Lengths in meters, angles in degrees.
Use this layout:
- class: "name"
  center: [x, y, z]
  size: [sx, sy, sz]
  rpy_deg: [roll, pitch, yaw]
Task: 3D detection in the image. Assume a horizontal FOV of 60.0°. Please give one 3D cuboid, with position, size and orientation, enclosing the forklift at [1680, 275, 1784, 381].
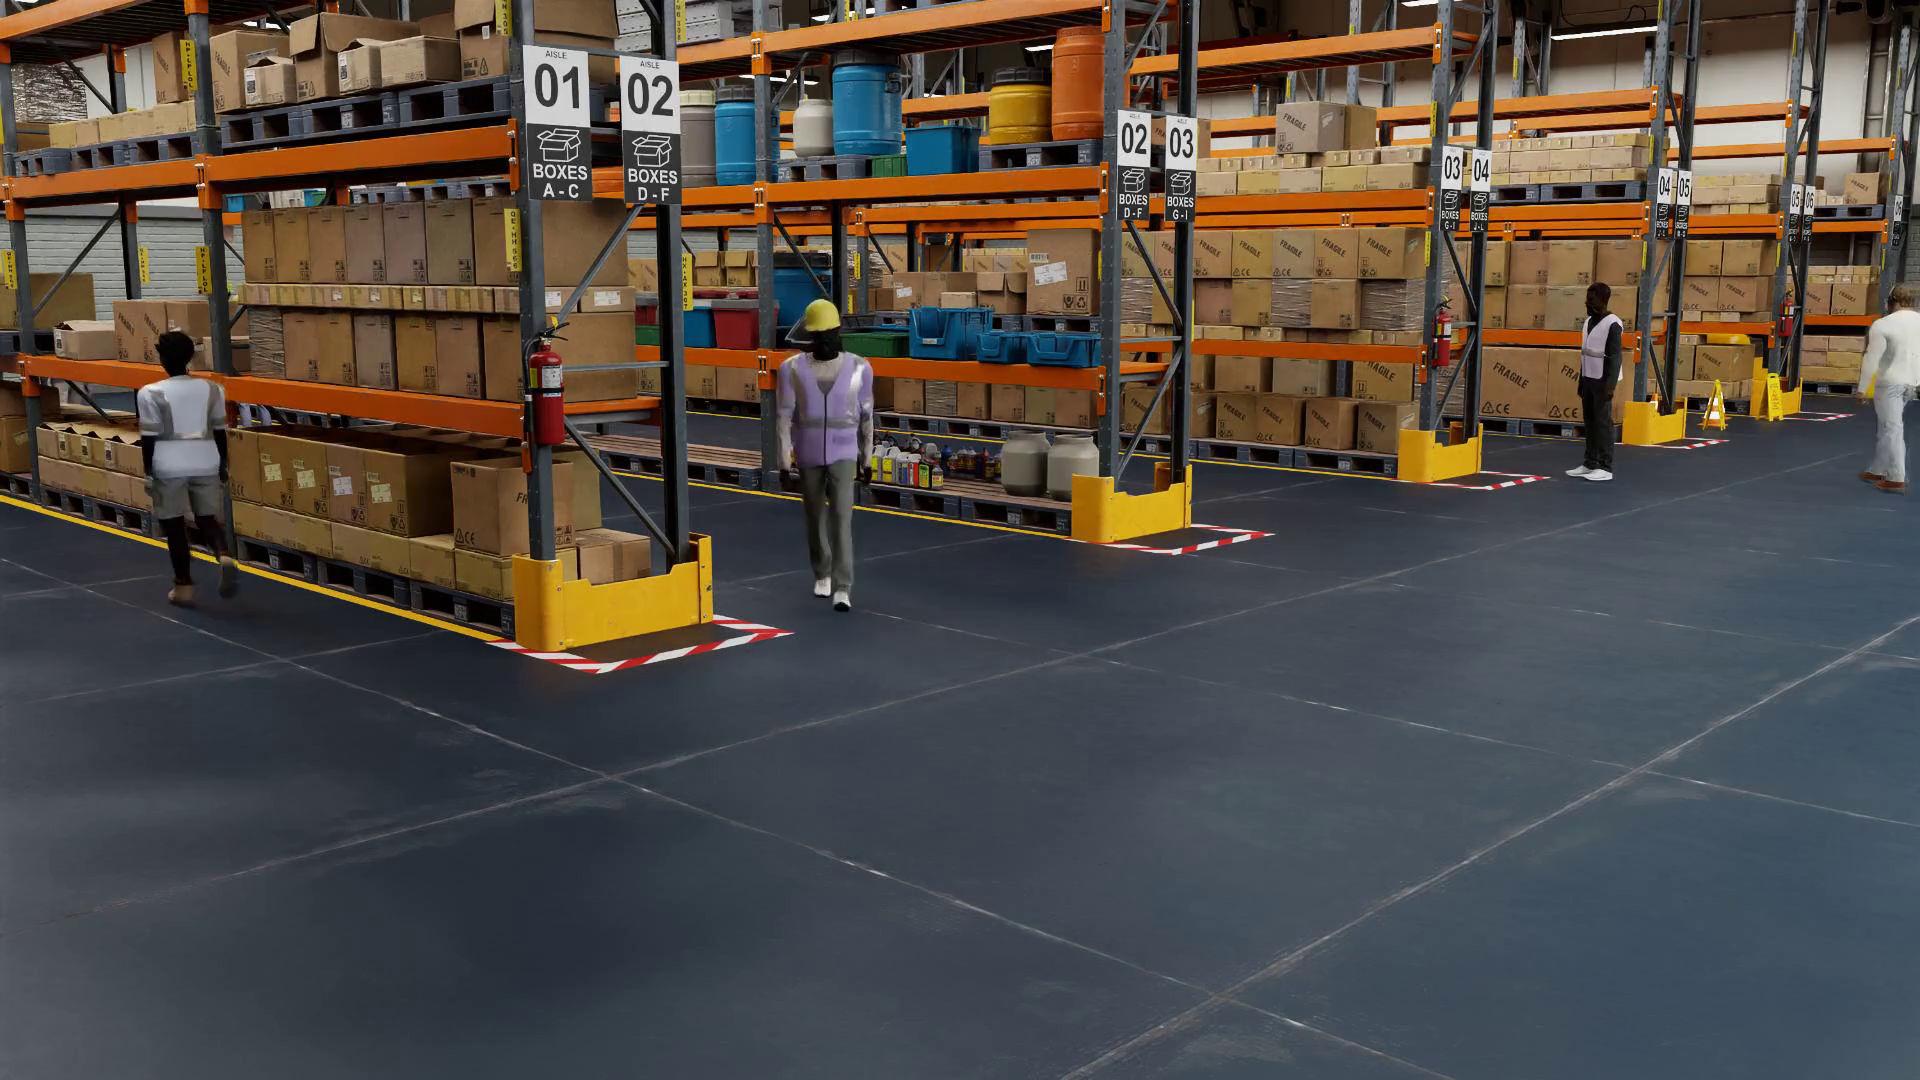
- class: "forklift"
  center: [12.480, -3.427, 27.053]
  size: [1.214, 2.155, 2.313]
  rpy_deg: [9, 13, 43]

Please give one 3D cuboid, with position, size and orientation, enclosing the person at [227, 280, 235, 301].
- class: "person"
  center: [-10.833, -2.865, 24.355]
  size: [0.605, 1.905, 0.473]
  rpy_deg: [8, 12, 39]

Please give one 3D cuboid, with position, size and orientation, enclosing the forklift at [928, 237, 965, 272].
- class: "forklift"
  center: [-0.326, -5.817, 39.609]
  size: [1.129, 2.768, 1.873]
  rpy_deg: [9, 13, 43]

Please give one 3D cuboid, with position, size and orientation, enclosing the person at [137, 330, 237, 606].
- class: "person"
  center: [-4.655, -0.423, 10.046]
  size: [0.560, 1.680, 0.546]
  rpy_deg: [8, 12, 41]

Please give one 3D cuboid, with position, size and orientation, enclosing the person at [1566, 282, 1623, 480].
- class: "person"
  center: [6.257, -1.553, 16.279]
  size: [0.373, 1.917, 0.595]
  rpy_deg: [-1, 9, -8]

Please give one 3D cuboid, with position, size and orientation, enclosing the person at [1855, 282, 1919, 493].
- class: "person"
  center: [8.599, -1.428, 15.510]
  size: [0.655, 1.914, 0.802]
  rpy_deg: [-3, 10, -18]

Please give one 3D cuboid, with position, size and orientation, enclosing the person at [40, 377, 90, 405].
- class: "person"
  center: [-9.738, -1.712, 18.168]
  size: [0.682, 1.612, 0.502]
  rpy_deg: [8, 12, 40]

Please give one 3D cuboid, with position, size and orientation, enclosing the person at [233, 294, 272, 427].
- class: "person"
  center: [-8.199, -1.940, 19.123]
  size: [0.327, 1.765, 0.531]
  rpy_deg: [7, 12, 38]

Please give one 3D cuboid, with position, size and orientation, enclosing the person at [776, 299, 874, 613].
- class: "person"
  center: [-0.819, -0.522, 10.123]
  size: [0.591, 1.864, 1.025]
  rpy_deg: [0, 9, -2]
